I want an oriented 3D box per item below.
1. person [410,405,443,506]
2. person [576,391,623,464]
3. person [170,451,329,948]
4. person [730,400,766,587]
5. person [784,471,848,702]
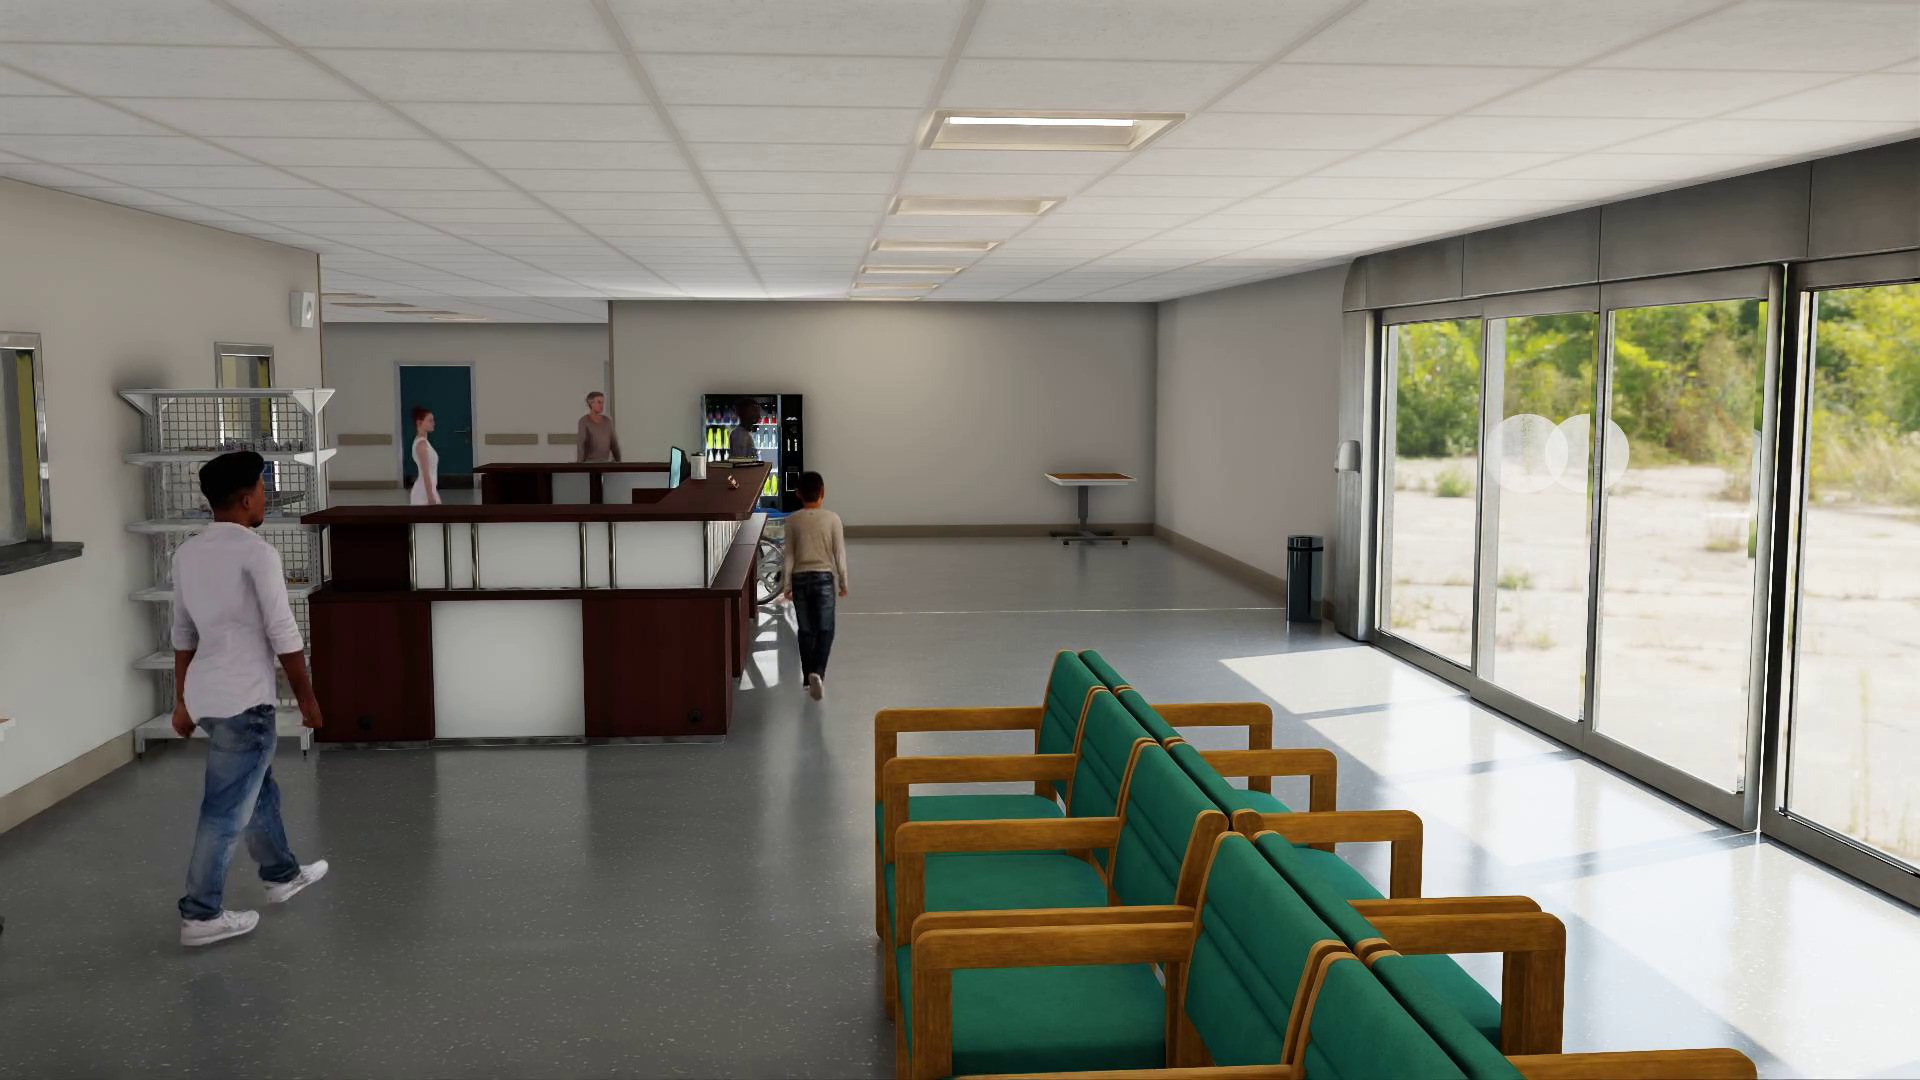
[{"bbox_3d":[-5.146,-0.362,15.678,1.071,1.766,0.556,-1,6,-7],"label":"person"},{"bbox_3d":[-4.541,-0.875,20.478,1.294,1.824,1.200,4,7,36],"label":"person"},{"bbox_3d":[-2.742,0.592,6.104,1.027,1.783,1.029,4,7,33],"label":"person"},{"bbox_3d":[-2.188,-0.434,16.117,0.688,1.821,0.718,-1,6,-10],"label":"person"},{"bbox_3d":[-0.943,0.308,10.641,0.940,1.440,0.700,0,6,3],"label":"person"}]
